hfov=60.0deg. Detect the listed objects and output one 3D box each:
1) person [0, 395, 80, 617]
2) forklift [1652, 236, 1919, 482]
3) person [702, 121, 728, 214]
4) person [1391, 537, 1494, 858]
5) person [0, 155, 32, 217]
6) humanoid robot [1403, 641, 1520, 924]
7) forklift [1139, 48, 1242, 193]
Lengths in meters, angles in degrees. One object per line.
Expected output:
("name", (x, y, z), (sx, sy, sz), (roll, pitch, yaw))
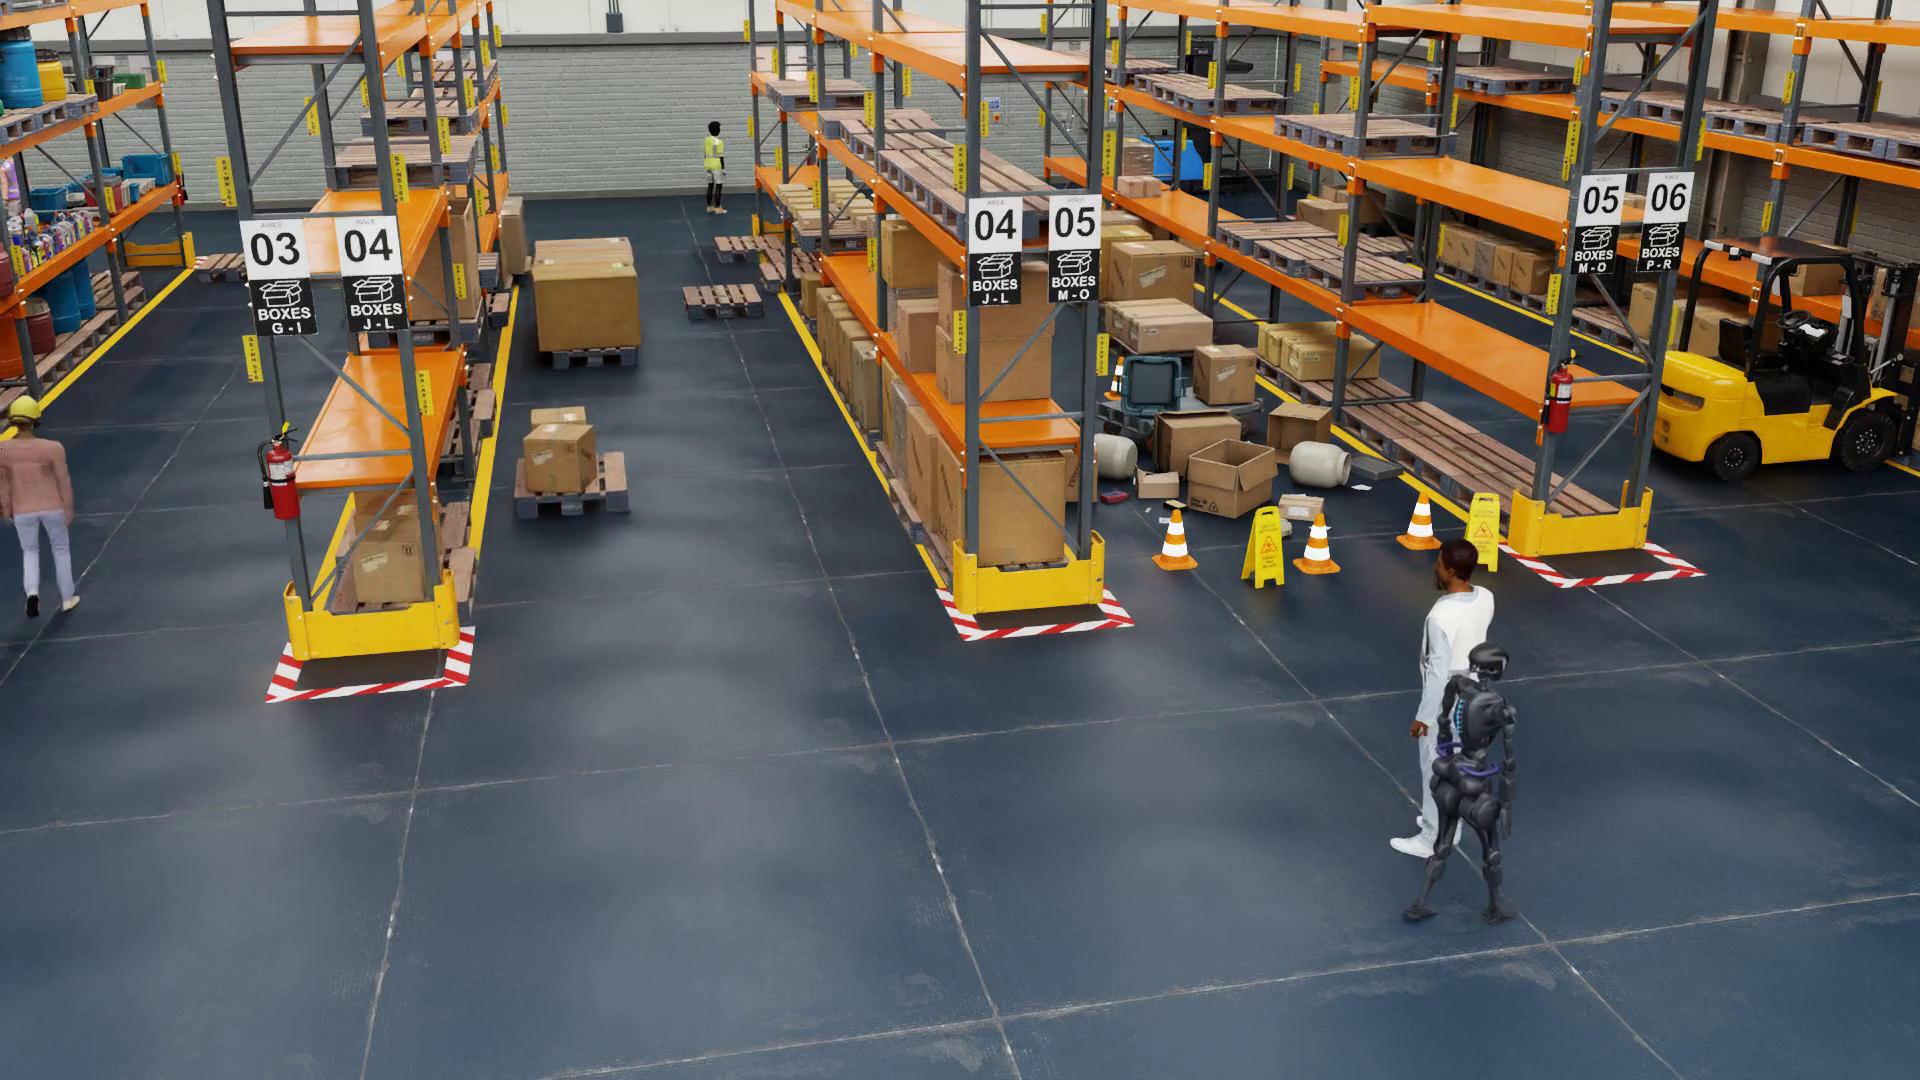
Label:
("person", (-7.040, -0.230, 12.691), (0.529, 1.746, 0.527), (-6, 21, -15))
("forklift", (8.013, -1.814, 16.330), (2.313, 2.155, 1.214), (-4, 21, -12))
("person", (-4.511, -6.847, 30.603), (0.537, 1.686, 0.321), (17, 26, 38))
("person", (2.760, 0.901, 9.410), (0.379, 1.917, 0.598), (17, 26, 39))
("person", (-15.367, -5.566, 27.156), (0.347, 1.688, 0.491), (10, 23, 26))
("humanoid robot", (2.709, 1.271, 8.799), (0.615, 1.639, 0.595), (-10, 23, -25))
("forklift", (4.566, -8.313, 32.860), (1.873, 2.768, 1.129), (-4, 21, -12))
